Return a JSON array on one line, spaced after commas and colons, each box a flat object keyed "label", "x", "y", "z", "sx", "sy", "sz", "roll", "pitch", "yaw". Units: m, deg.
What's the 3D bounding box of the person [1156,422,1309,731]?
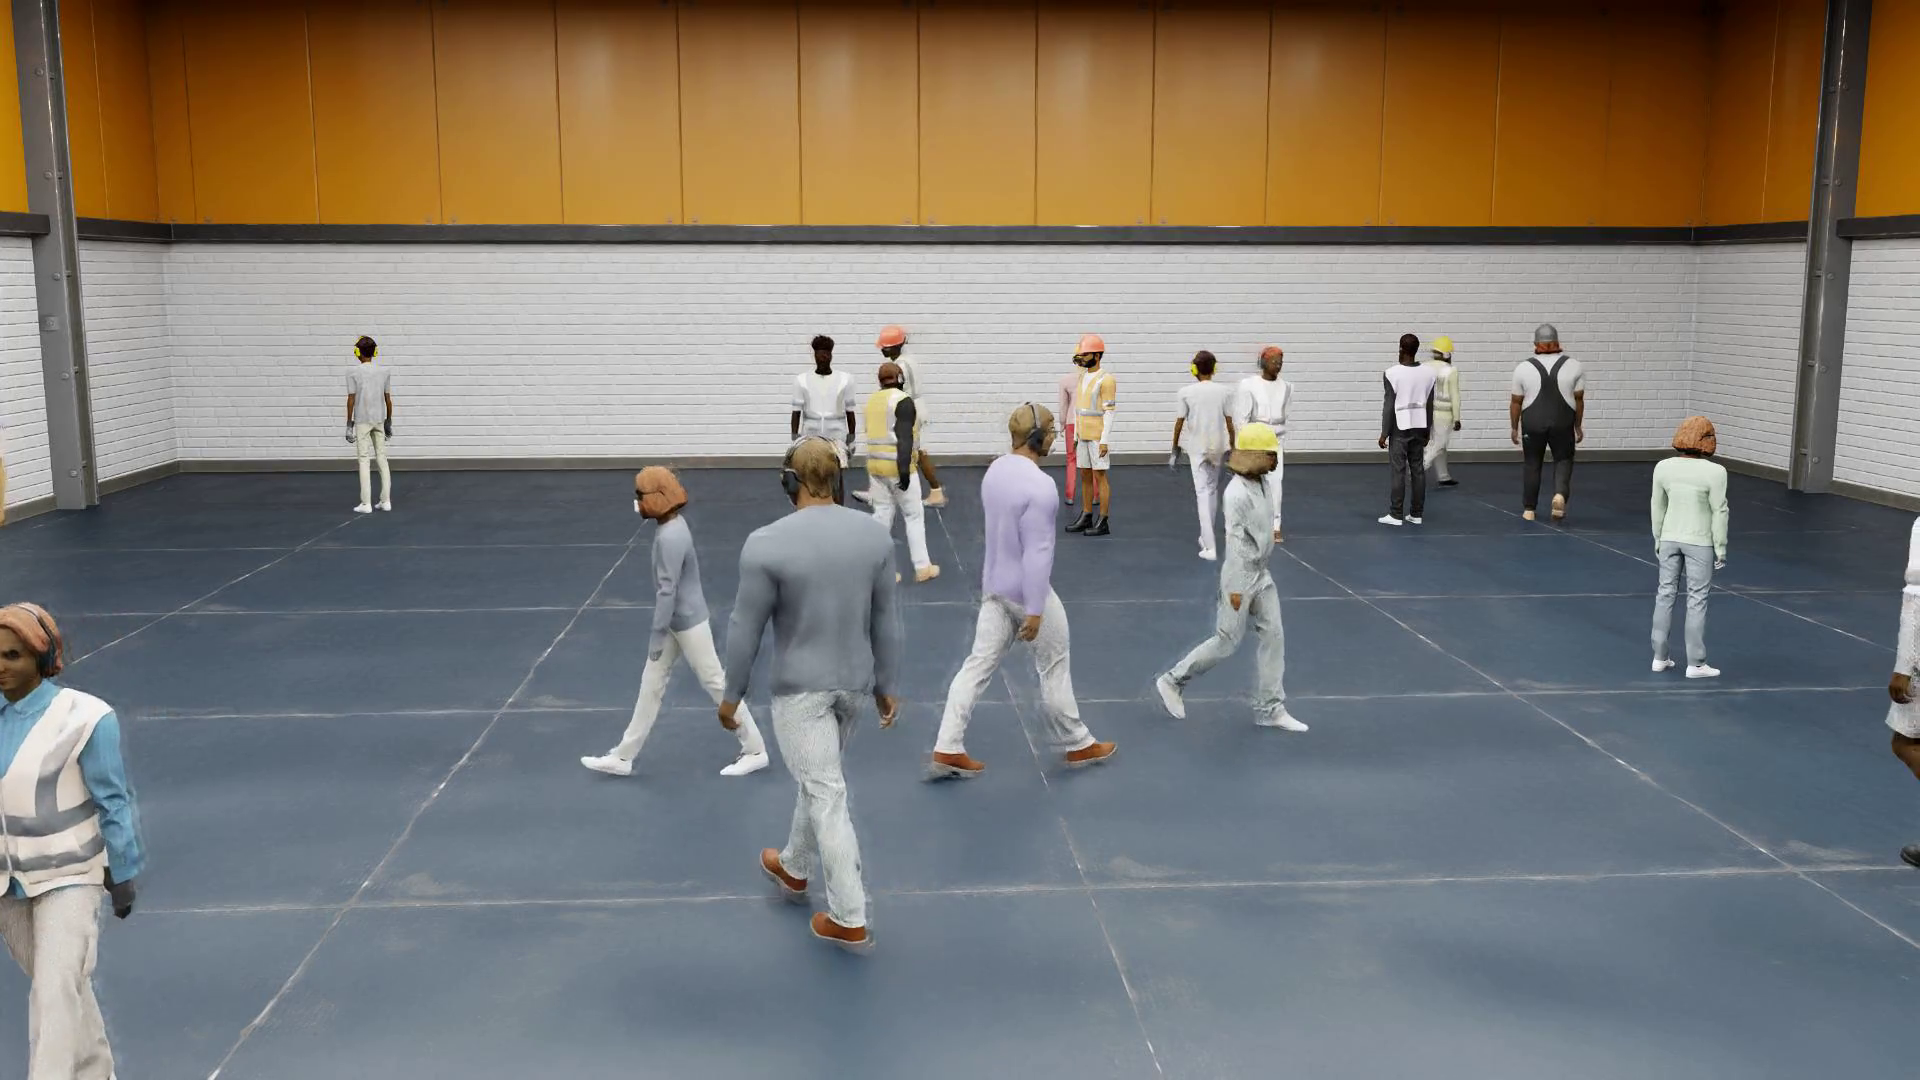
[{"label": "person", "x": 1.510, "y": 0.196, "z": 9.167, "sx": 0.785, "sy": 1.718, "sz": 0.491, "roll": 6, "pitch": 11, "yaw": 31}]

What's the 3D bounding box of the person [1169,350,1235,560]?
[{"label": "person", "x": 2.143, "y": -0.769, "z": 14.837, "sx": 0.550, "sy": 1.828, "sz": 0.875, "roll": -1, "pitch": 9, "yaw": -9}]

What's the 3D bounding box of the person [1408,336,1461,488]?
[{"label": "person", "x": 5.532, "y": -1.470, "z": 19.339, "sx": 0.827, "sy": 1.808, "sz": 0.593, "roll": -5, "pitch": 10, "yaw": -27}]

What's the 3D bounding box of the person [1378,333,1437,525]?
[{"label": "person", "x": 4.480, "y": -1.103, "z": 16.670, "sx": 0.590, "sy": 1.919, "sz": 0.391, "roll": -3, "pitch": 10, "yaw": -21}]

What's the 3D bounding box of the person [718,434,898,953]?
[{"label": "person", "x": -0.618, "y": 0.549, "z": 6.338, "sx": 0.653, "sy": 1.897, "sz": 0.942, "roll": -7, "pitch": 12, "yaw": -39}]

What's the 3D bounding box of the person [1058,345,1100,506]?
[{"label": "person", "x": 1.327, "y": -1.246, "z": 18.046, "sx": 0.523, "sy": 1.769, "sz": 0.309, "roll": 1, "pitch": 9, "yaw": 8}]

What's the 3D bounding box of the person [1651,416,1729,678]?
[{"label": "person", "x": 4.550, "y": 0.040, "z": 10.383, "sx": 0.285, "sy": 1.633, "sz": 0.497, "roll": -6, "pitch": 11, "yaw": -35}]

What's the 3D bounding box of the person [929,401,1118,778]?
[{"label": "person", "x": 0.292, "y": 0.256, "z": 8.277, "sx": 1.056, "sy": 1.890, "sz": 0.647, "roll": -5, "pitch": 10, "yaw": -28}]

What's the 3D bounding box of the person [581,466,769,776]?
[{"label": "person", "x": -1.392, "y": 0.415, "z": 8.223, "sx": 0.929, "sy": 1.569, "sz": 0.508, "roll": -2, "pitch": 9, "yaw": -14}]

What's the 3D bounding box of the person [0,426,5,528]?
[{"label": "person", "x": -6.936, "y": -0.244, "z": 11.530, "sx": 0.590, "sy": 1.830, "sz": 0.530, "roll": -2, "pitch": 9, "yaw": -11}]

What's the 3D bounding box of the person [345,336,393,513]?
[{"label": "person", "x": -6.244, "y": -1.216, "z": 17.565, "sx": 0.330, "sy": 1.864, "sz": 0.509, "roll": 8, "pitch": 12, "yaw": 42}]

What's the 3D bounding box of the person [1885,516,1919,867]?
[{"label": "person", "x": 4.074, "y": 0.482, "z": 6.715, "sx": 0.559, "sy": 1.918, "sz": 0.551, "roll": -2, "pitch": 9, "yaw": -10}]

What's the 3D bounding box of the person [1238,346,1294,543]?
[{"label": "person", "x": 2.882, "y": -0.938, "z": 15.897, "sx": 0.572, "sy": 1.849, "sz": 0.967, "roll": -1, "pitch": 9, "yaw": -8}]

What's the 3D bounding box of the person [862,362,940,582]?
[{"label": "person", "x": -0.508, "y": -0.552, "z": 13.615, "sx": 0.721, "sy": 1.791, "sz": 0.698, "roll": -8, "pitch": 12, "yaw": -41}]

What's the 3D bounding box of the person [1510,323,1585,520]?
[{"label": "person", "x": 5.926, "y": -1.188, "z": 16.819, "sx": 0.722, "sy": 2.000, "sz": 0.637, "roll": 3, "pitch": 9, "yaw": 17}]

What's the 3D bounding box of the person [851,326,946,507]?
[{"label": "person", "x": -0.632, "y": -1.306, "z": 17.796, "sx": 1.033, "sy": 1.960, "sz": 0.682, "roll": -1, "pitch": 9, "yaw": -4}]

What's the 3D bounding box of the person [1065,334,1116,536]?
[{"label": "person", "x": 1.259, "y": -1.007, "z": 16.006, "sx": 0.359, "sy": 1.938, "sz": 0.545, "roll": -6, "pitch": 11, "yaw": -32}]

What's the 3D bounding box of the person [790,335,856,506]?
[{"label": "person", "x": -1.293, "y": -0.949, "z": 15.661, "sx": 0.617, "sy": 1.931, "sz": 0.889, "roll": 0, "pitch": 9, "yaw": 0}]

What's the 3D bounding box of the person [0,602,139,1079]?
[{"label": "person", "x": -2.605, "y": 0.979, "z": 4.602, "sx": 0.513, "sy": 1.600, "sz": 0.821, "roll": 1, "pitch": 9, "yaw": 8}]
